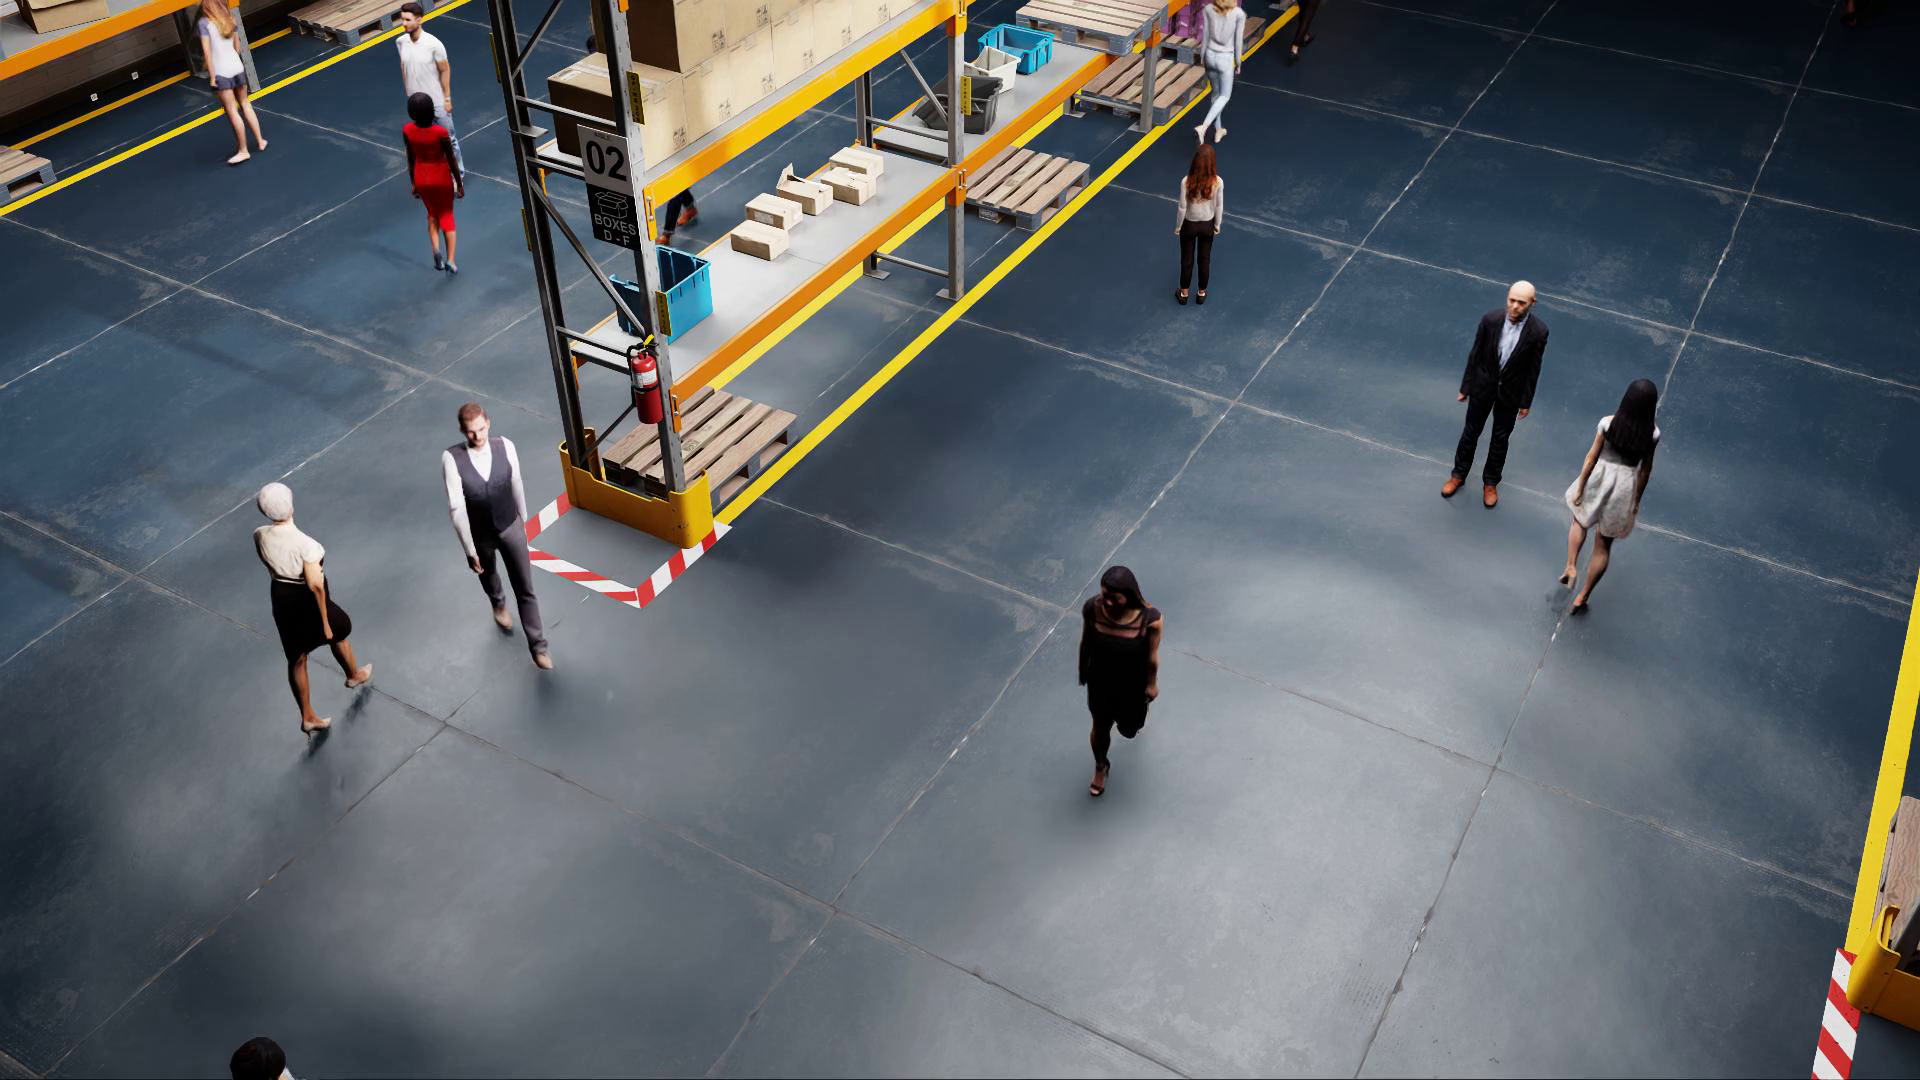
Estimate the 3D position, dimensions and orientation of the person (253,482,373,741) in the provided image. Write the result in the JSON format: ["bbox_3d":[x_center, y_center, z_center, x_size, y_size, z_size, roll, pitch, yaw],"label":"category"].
[{"bbox_3d":[-4.064,0.503,10.192,0.788,1.712,1.015,12,40,14],"label":"person"}]

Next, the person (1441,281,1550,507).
[{"bbox_3d":[3.919,-1.091,12.117,0.682,1.800,0.595,17,42,20],"label":"person"}]

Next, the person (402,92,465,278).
[{"bbox_3d":[-4.656,-3.077,14.657,0.728,1.735,0.774,3,39,4],"label":"person"}]

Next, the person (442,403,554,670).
[{"bbox_3d":[-3.082,-0.118,10.824,1.247,1.895,1.169,-17,42,-20],"label":"person"}]

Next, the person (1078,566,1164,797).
[{"bbox_3d":[0.956,0.790,9.840,0.730,1.703,0.876,14,41,16],"label":"person"}]

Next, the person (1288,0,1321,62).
[{"bbox_3d":[3.889,-6.100,18.677,0.615,1.443,1.010,22,44,25],"label":"person"}]

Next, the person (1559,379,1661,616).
[{"bbox_3d":[4.322,-0.258,11.115,0.684,1.749,0.789,13,41,16],"label":"person"}]

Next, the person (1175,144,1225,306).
[{"bbox_3d":[2.066,-2.725,14.416,0.618,1.485,0.634,0,39,0],"label":"person"}]

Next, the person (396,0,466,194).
[{"bbox_3d":[-5.128,-4.278,16.056,0.712,1.866,0.629,12,40,15],"label":"person"}]

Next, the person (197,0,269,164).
[{"bbox_3d":[-7.341,-4.642,16.650,0.835,1.693,0.513,7,39,9],"label":"person"}]

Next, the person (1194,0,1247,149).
[{"bbox_3d":[2.590,-4.767,16.740,0.597,1.776,0.981,20,43,23],"label":"person"}]

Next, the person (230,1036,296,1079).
[{"bbox_3d":[-2.937,2.720,7.573,0.745,1.517,1.082,31,48,33],"label":"person"}]
